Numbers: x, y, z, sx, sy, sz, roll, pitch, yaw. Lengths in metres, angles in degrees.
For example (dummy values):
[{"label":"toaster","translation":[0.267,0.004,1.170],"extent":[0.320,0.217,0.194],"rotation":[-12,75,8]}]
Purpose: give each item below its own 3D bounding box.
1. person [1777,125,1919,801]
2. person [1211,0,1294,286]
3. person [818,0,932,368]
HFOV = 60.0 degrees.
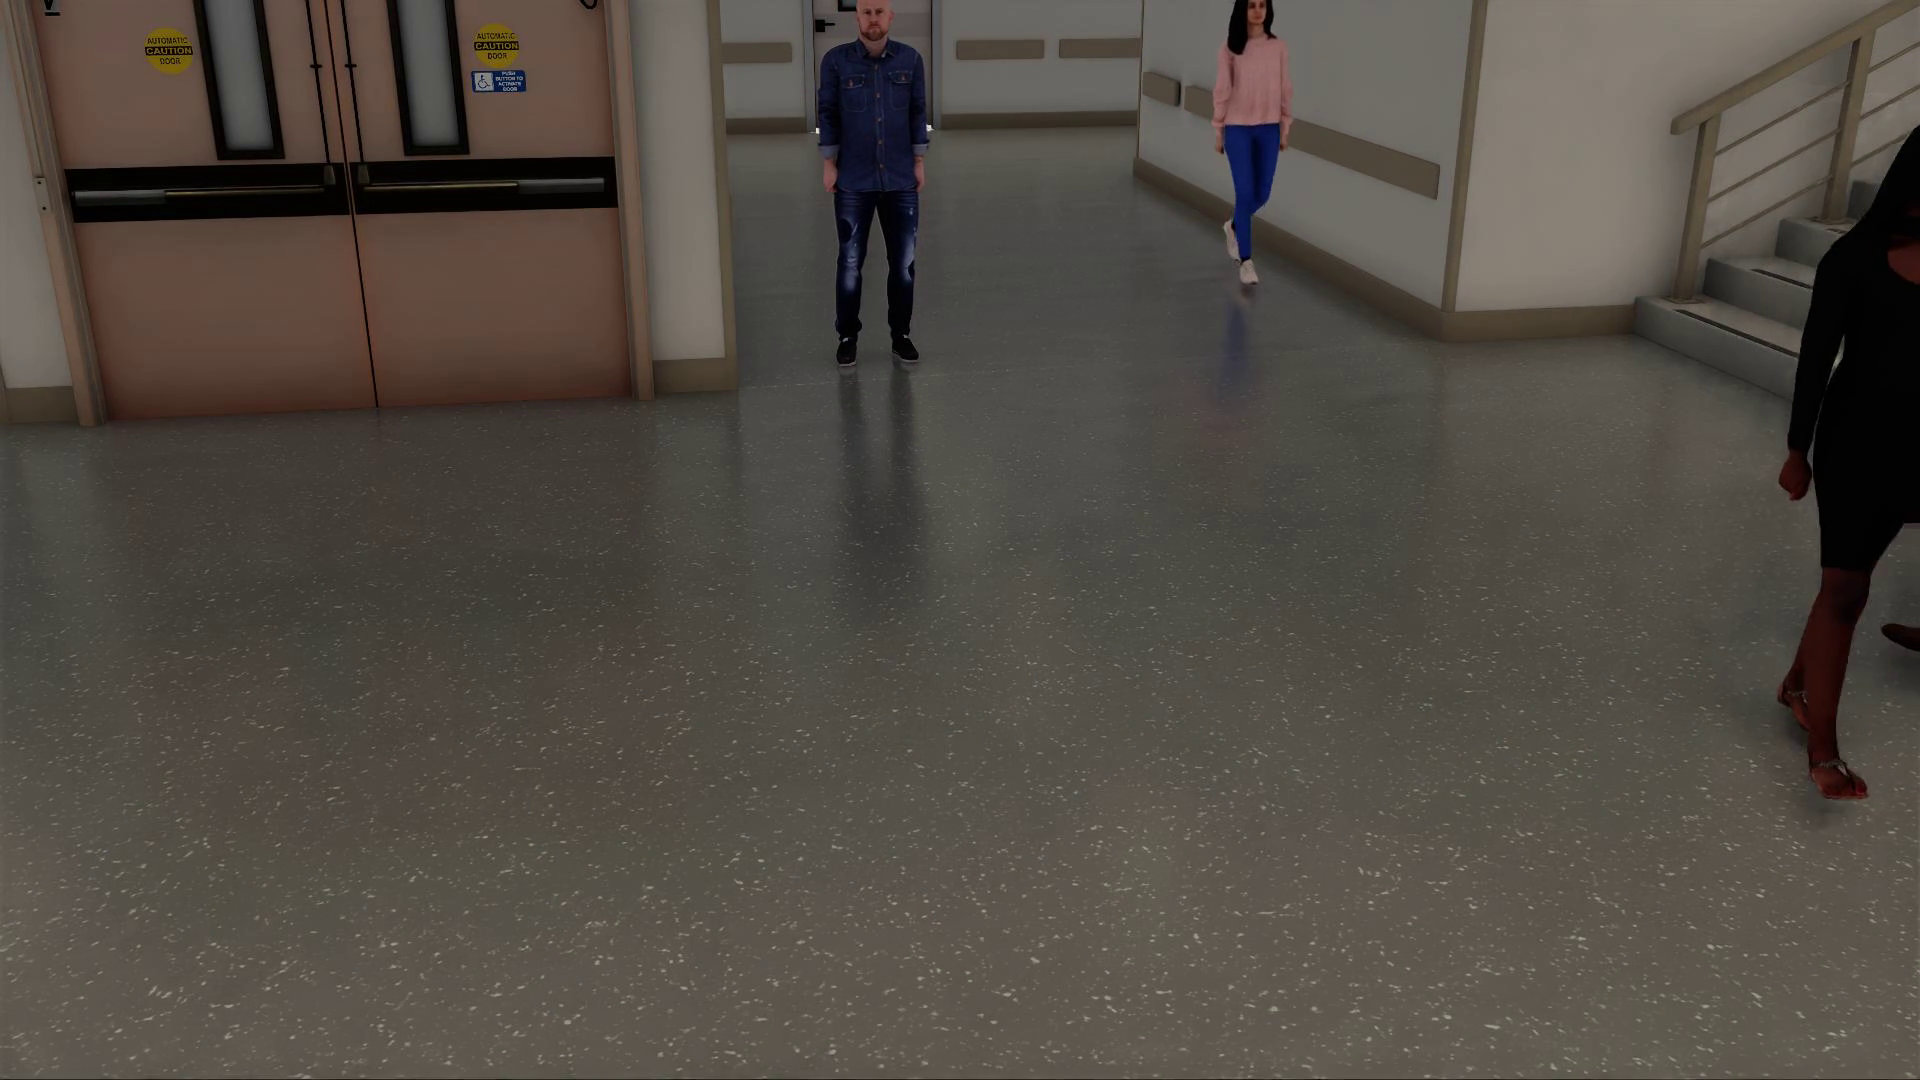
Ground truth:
[{"label":"person","translation":[2.387,-0.245,4.389],"extent":[0.972,1.692,0.805],"rotation":[1,21,3]},{"label":"person","translation":[1.769,-2.474,10.199],"extent":[0.993,1.743,0.735],"rotation":[-2,21,-6]},{"label":"person","translation":[-0.417,-1.788,8.274],"extent":[0.506,1.825,0.786],"rotation":[-5,21,-12]}]
